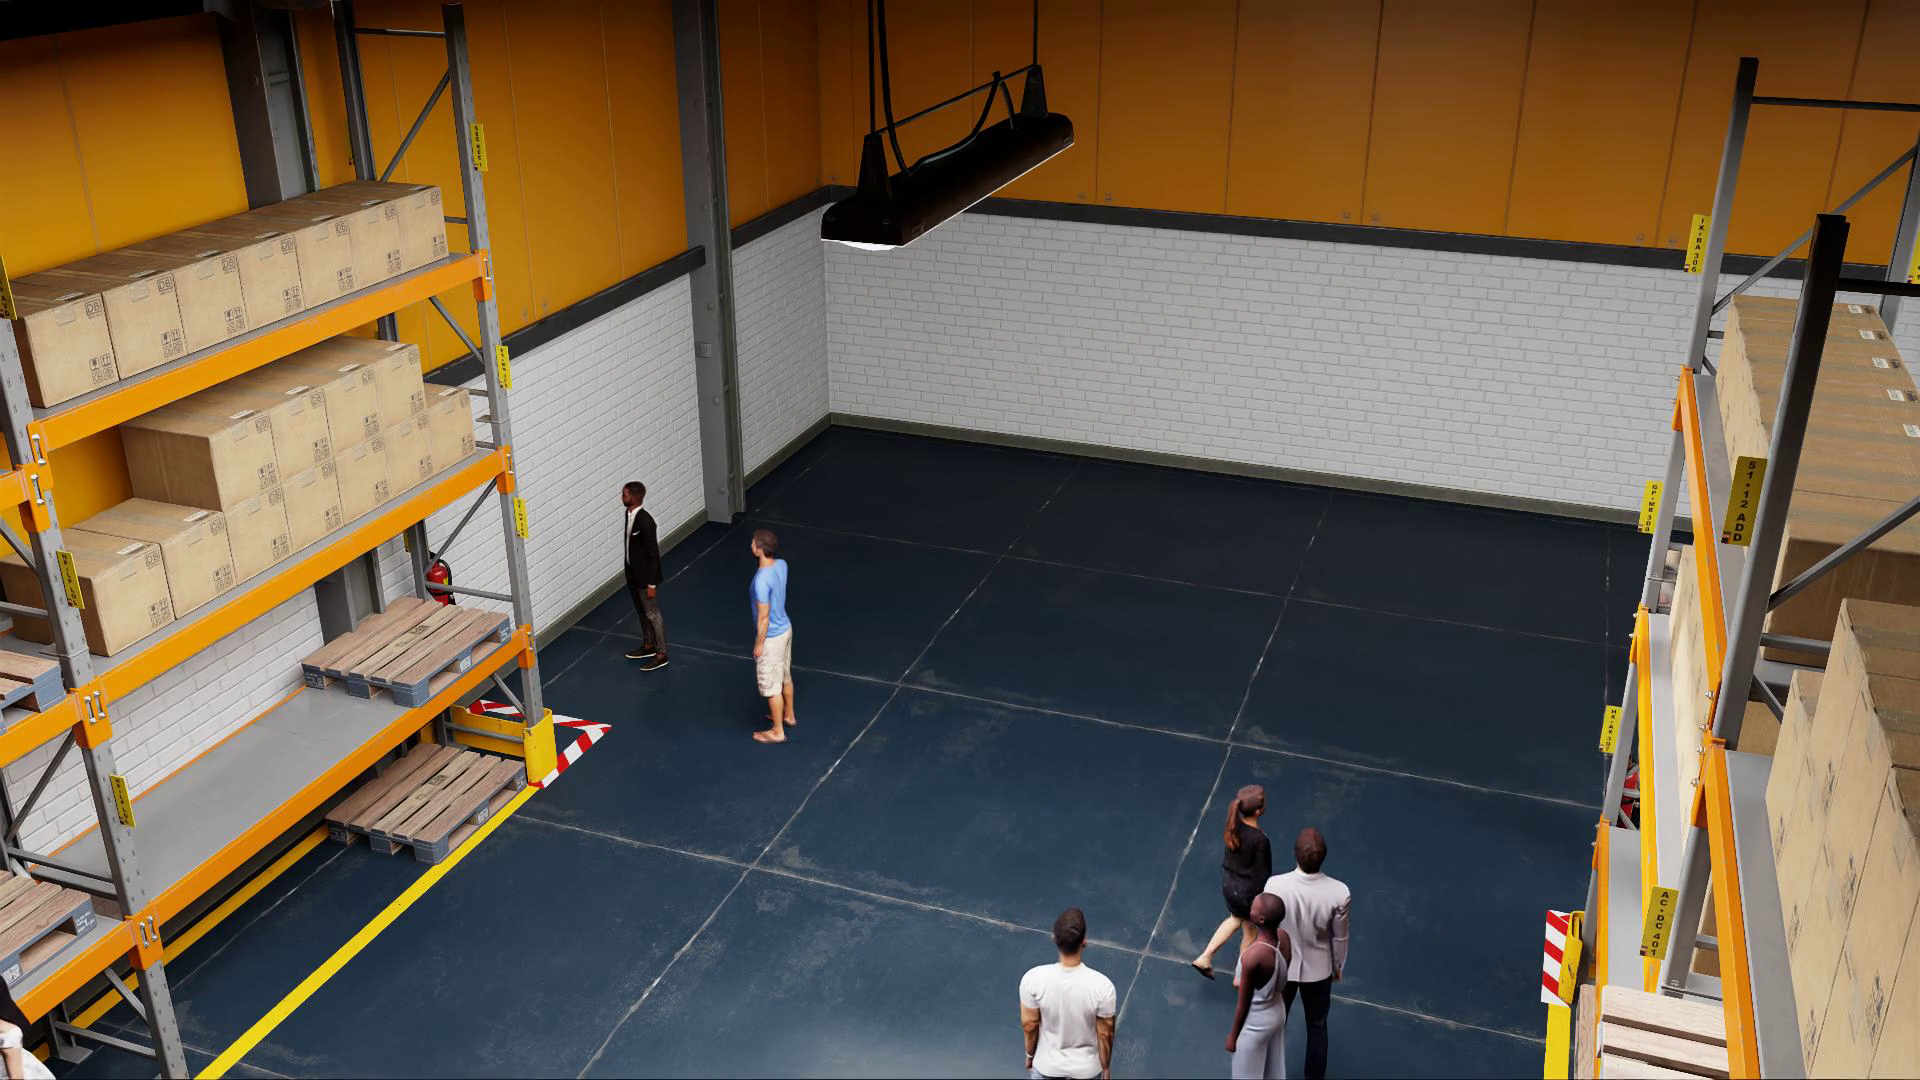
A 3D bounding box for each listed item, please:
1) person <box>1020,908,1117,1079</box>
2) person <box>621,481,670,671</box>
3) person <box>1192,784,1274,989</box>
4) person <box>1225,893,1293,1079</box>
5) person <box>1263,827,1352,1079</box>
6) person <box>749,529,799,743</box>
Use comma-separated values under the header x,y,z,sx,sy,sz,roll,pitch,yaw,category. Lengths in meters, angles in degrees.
x,y,z,sx,sy,sz,roll,pitch,yaw,category
0.594,2.837,9.105,0.708,1.863,0.618,4,24,10,person
-2.855,0.304,14.978,0.755,1.799,0.740,-15,28,-31,person
1.792,2.278,10.782,0.867,1.543,0.785,-13,27,-27,person
1.695,2.761,9.378,0.696,1.783,0.557,19,30,36,person
2.017,2.508,9.864,0.727,1.857,0.656,3,24,6,person
-1.554,0.779,13.811,0.717,1.864,0.500,7,25,15,person
